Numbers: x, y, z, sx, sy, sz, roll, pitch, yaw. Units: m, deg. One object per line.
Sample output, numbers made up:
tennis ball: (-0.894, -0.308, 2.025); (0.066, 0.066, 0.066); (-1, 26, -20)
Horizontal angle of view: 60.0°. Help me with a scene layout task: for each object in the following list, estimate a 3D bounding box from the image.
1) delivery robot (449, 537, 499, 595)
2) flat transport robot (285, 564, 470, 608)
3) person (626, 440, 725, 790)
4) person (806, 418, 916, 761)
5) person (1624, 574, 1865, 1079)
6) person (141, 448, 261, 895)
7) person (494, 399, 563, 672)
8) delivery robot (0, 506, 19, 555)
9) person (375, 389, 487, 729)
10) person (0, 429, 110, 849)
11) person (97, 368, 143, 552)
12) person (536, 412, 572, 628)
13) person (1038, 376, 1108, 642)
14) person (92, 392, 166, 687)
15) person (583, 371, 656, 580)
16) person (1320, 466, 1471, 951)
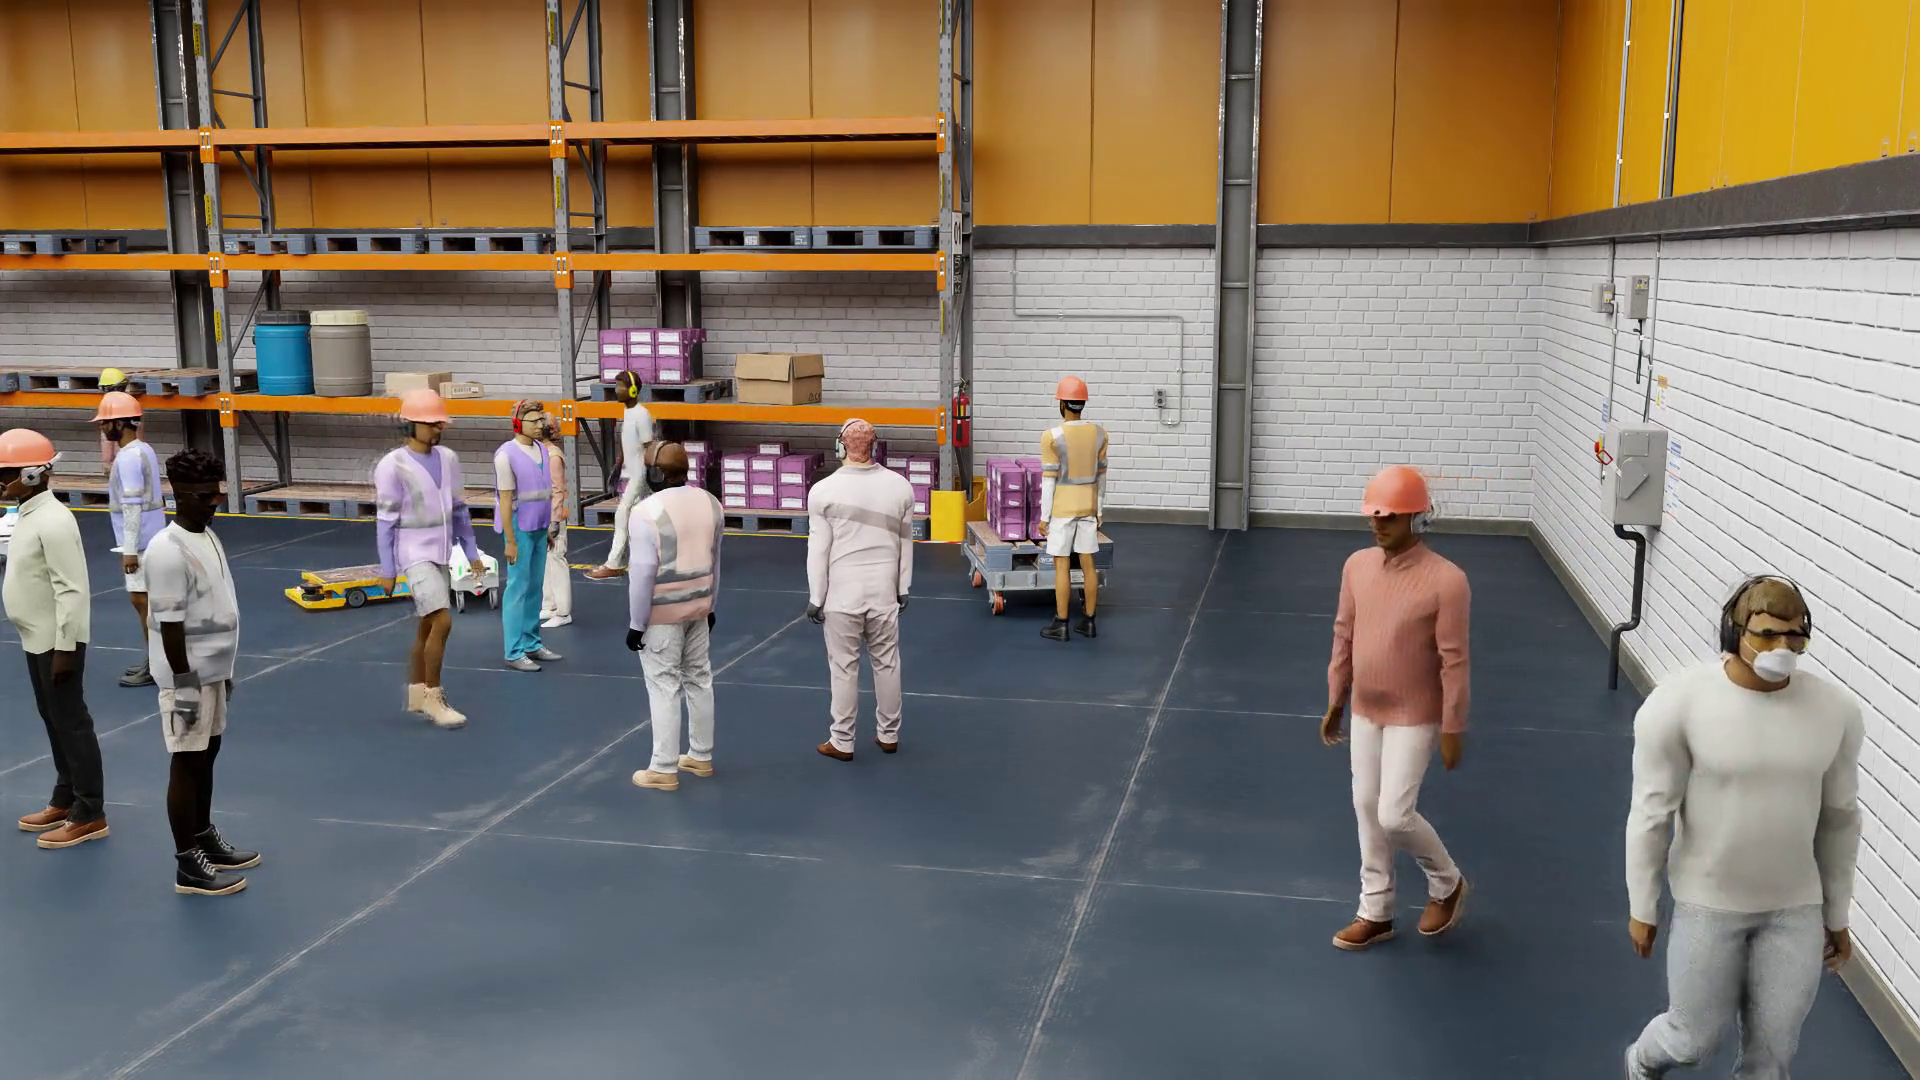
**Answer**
delivery robot: (-3.977, 0.214, 13.353); (0.477, 0.478, 0.707); (-7, 12, -35)
flat transport robot: (-4.738, 0.344, 13.699); (1.431, 0.197, 0.652); (-7, 12, -35)
person: (-1.525, 0.391, 8.782); (0.429, 1.841, 0.633); (7, 12, 34)
person: (-0.568, 0.276, 9.269); (0.643, 1.909, 0.410); (-5, 11, -29)
person: (2.224, 1.026, 4.787); (0.638, 1.919, 0.655); (0, 10, 0)
person: (-3.369, 0.571, 7.359); (0.372, 1.962, 0.603); (-1, 10, -8)
person: (-2.964, -0.040, 11.320); (0.374, 1.843, 0.569); (2, 10, 14)
delivery robot: (-8.512, -0.061, 14.983); (0.477, 0.478, 0.707); (-4, 11, -25)
person: (-3.103, 0.113, 9.925); (0.717, 2.020, 0.614); (3, 10, 19)
person: (-4.344, 0.462, 7.904); (0.396, 1.992, 0.623); (-8, 13, -40)
person: (-7.988, -0.761, 15.880); (0.380, 1.755, 0.537); (2, 10, 11)
person: (-3.124, -0.158, 12.626); (0.306, 1.640, 0.521); (-6, 11, -30)
person: (0.809, -0.226, 12.151); (0.546, 1.938, 0.360); (-5, 11, -28)
person: (-5.397, -0.004, 10.868); (0.386, 1.929, 0.553); (-3, 10, -17)
person: (-2.816, -0.576, 14.589); (0.968, 1.825, 0.518); (-3, 10, -19)
person: (1.752, 0.678, 6.667); (0.479, 1.977, 0.624); (-6, 11, -31)
